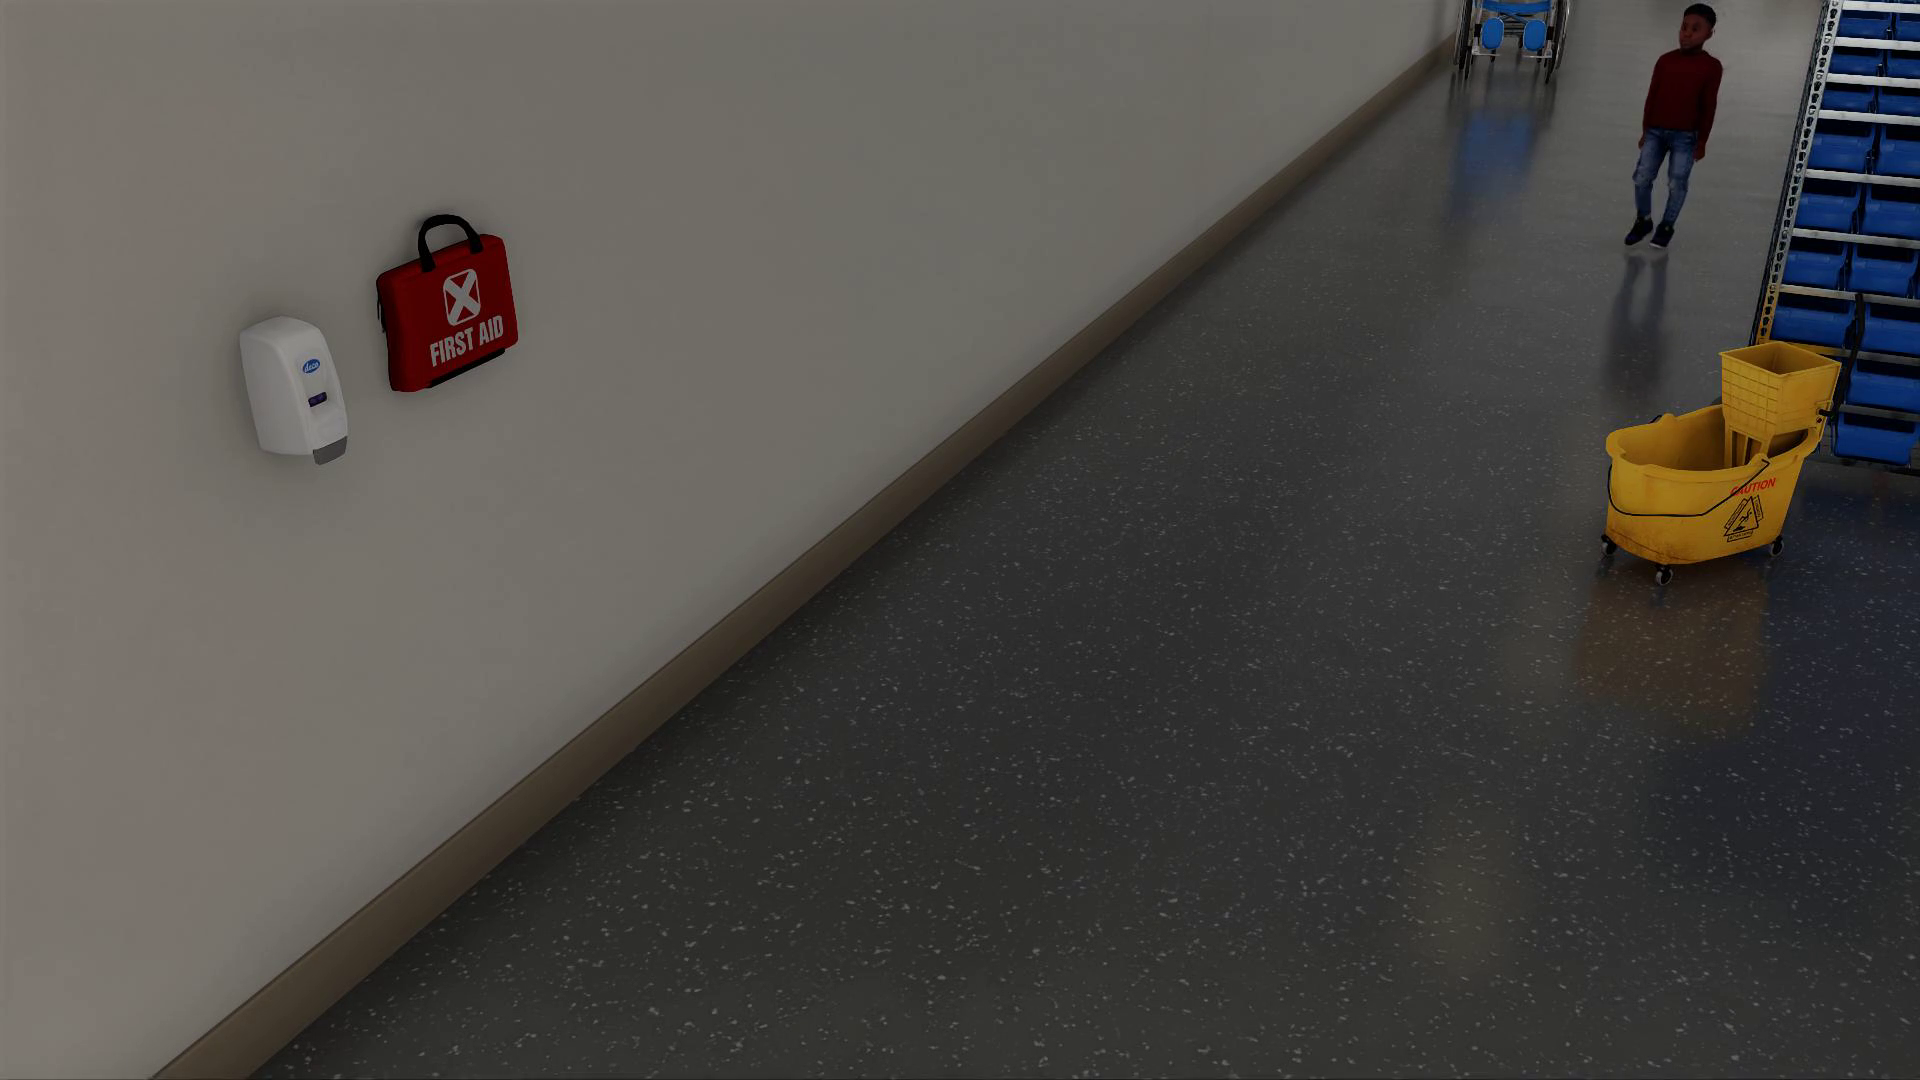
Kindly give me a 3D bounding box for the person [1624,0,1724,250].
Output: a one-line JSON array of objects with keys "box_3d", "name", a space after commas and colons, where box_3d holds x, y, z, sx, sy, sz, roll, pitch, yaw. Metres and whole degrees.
[{"box_3d": [3.759, -2.157, 8.696, 0.491, 1.248, 0.618, 19, 32, 34], "name": "person"}]
